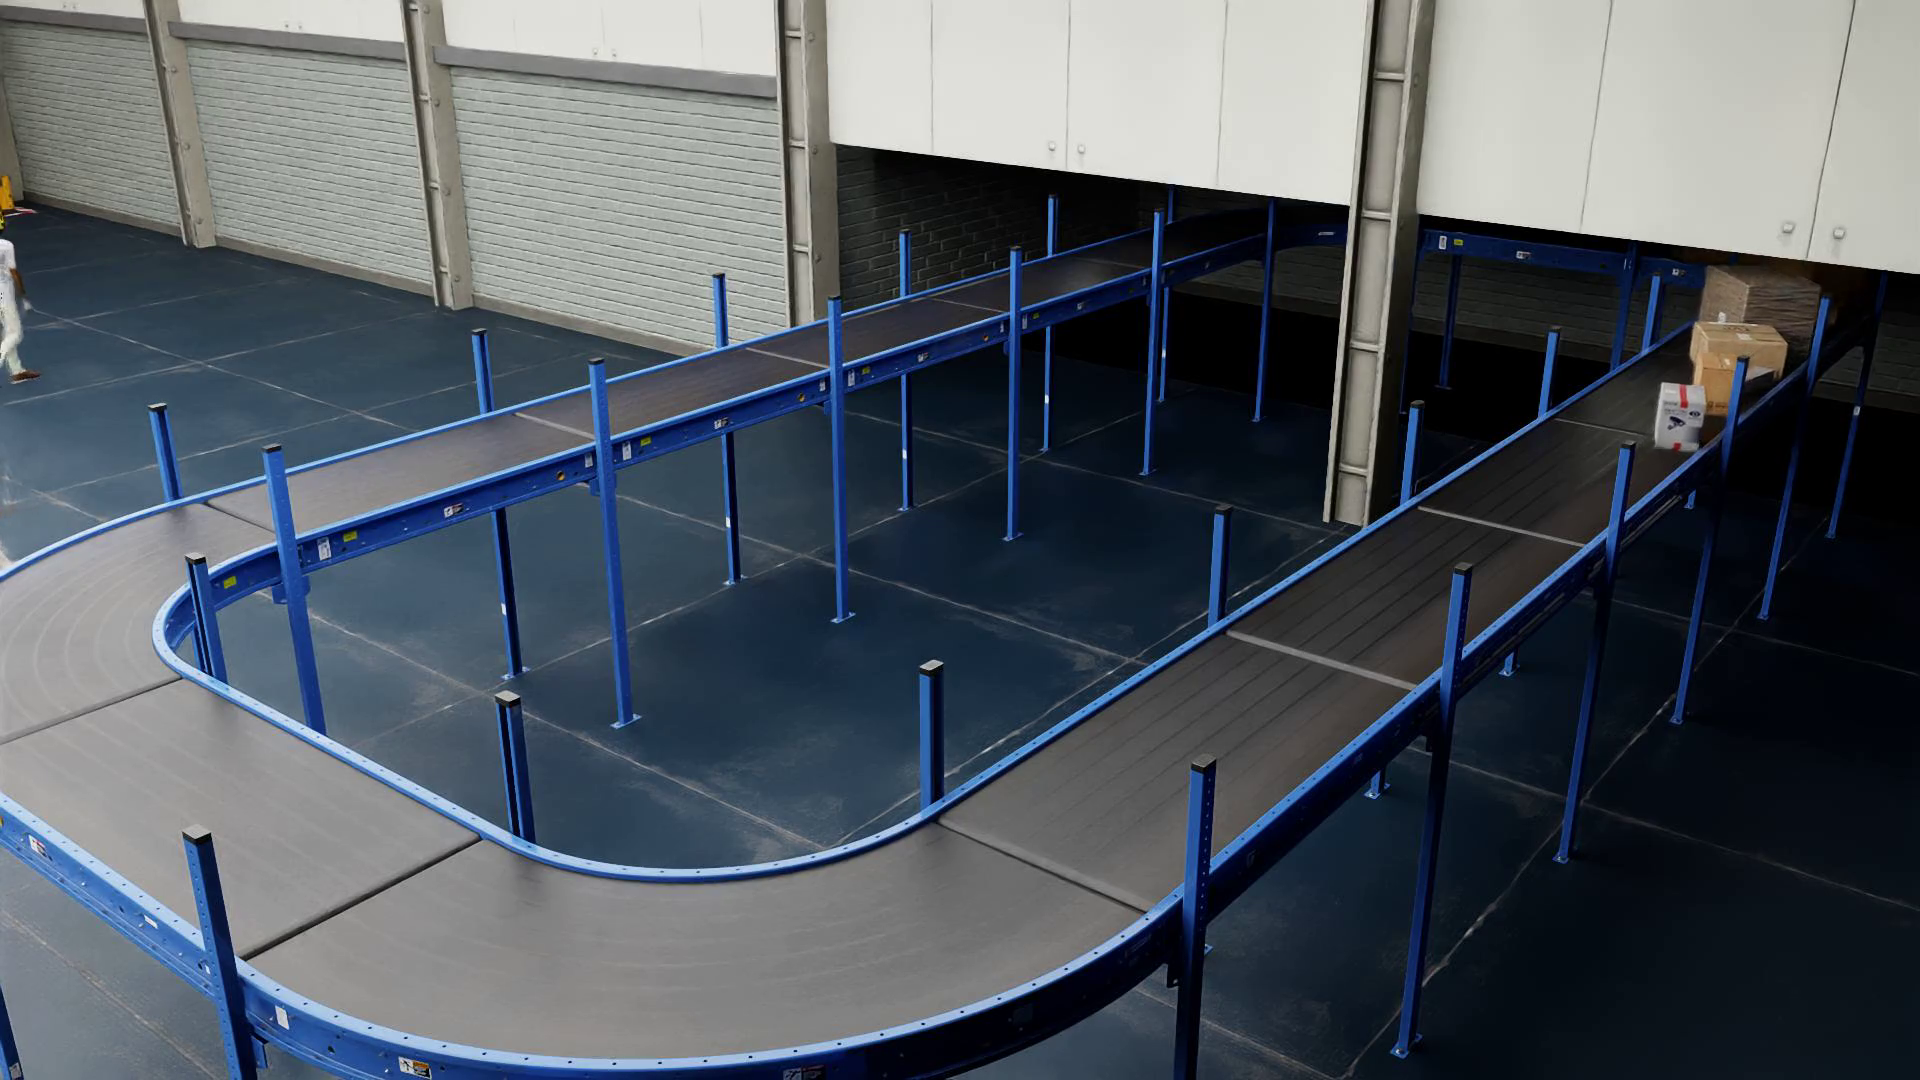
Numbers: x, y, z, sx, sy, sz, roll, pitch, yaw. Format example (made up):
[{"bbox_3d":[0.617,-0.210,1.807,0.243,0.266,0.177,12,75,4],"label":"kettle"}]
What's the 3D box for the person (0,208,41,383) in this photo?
[{"bbox_3d":[-9.797,-2.440,16.878,0.565,1.842,0.670,9,23,22],"label":"person"}]
